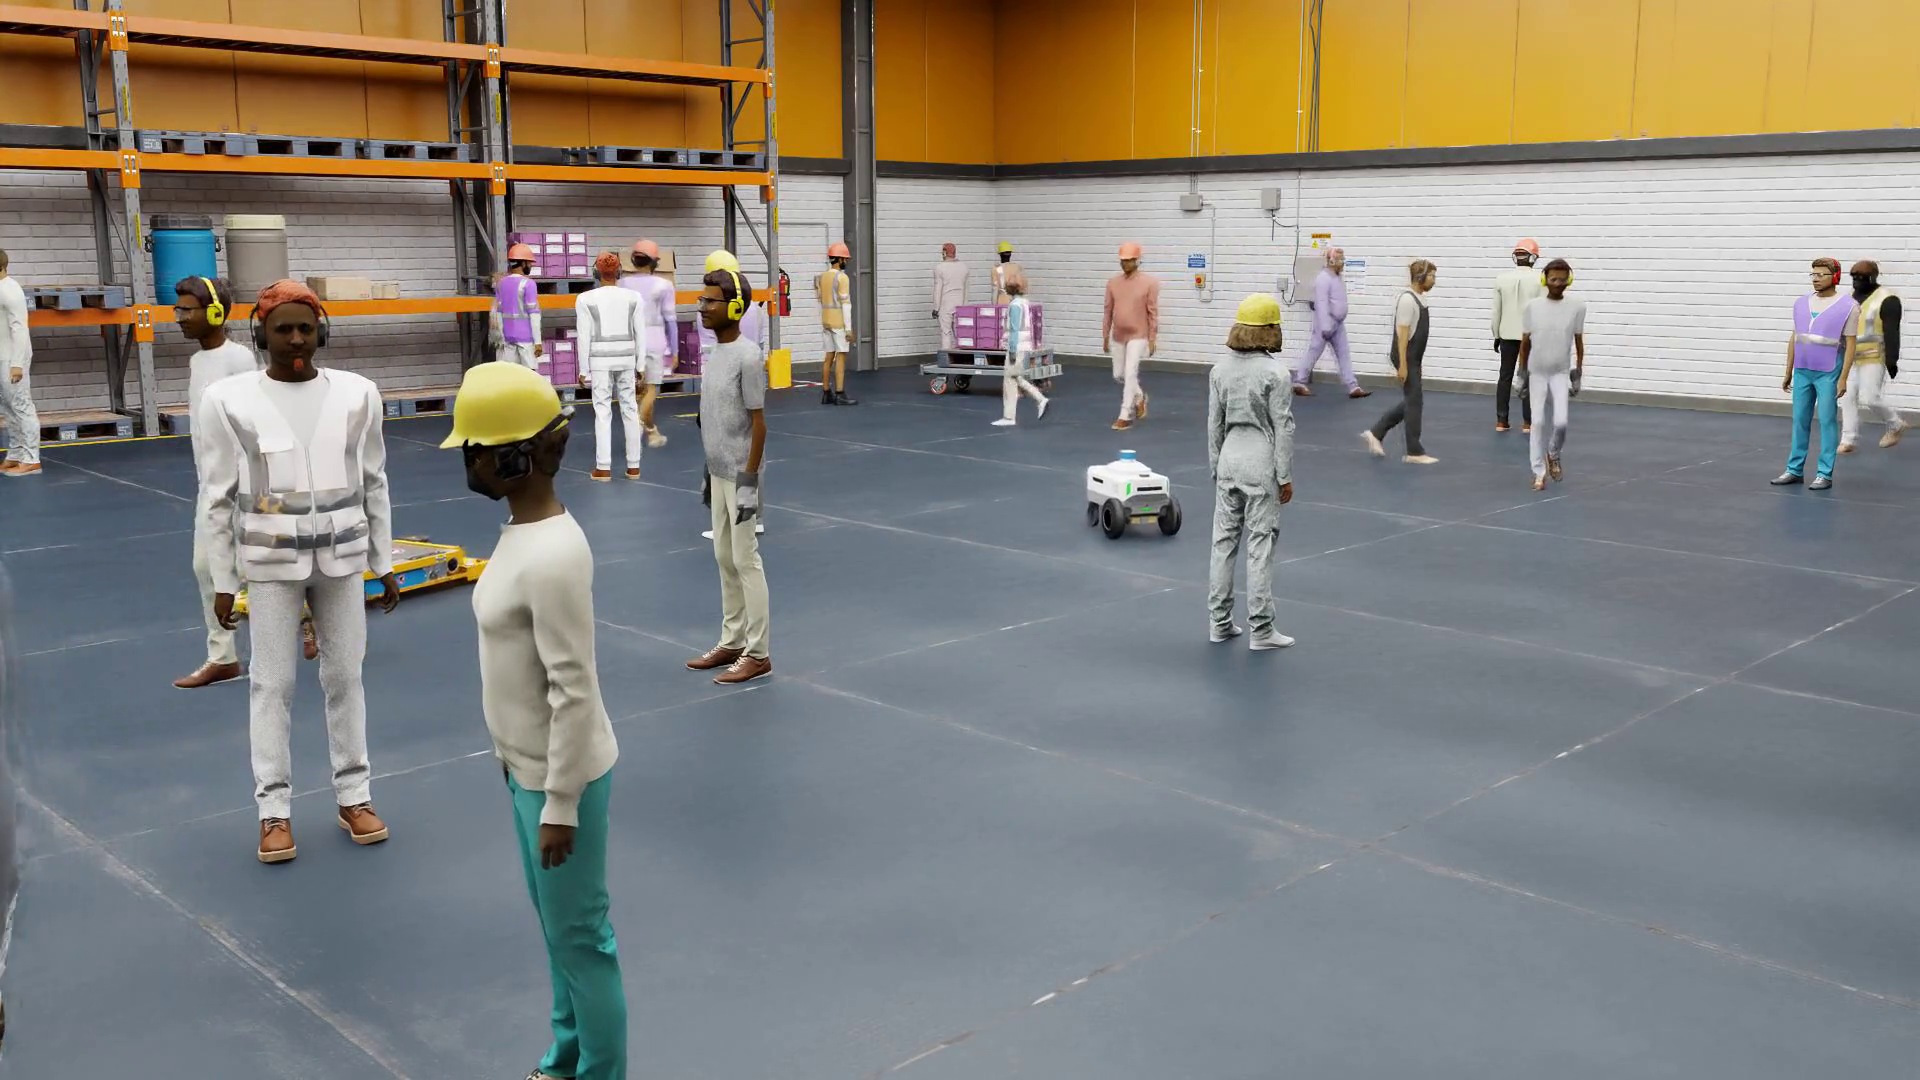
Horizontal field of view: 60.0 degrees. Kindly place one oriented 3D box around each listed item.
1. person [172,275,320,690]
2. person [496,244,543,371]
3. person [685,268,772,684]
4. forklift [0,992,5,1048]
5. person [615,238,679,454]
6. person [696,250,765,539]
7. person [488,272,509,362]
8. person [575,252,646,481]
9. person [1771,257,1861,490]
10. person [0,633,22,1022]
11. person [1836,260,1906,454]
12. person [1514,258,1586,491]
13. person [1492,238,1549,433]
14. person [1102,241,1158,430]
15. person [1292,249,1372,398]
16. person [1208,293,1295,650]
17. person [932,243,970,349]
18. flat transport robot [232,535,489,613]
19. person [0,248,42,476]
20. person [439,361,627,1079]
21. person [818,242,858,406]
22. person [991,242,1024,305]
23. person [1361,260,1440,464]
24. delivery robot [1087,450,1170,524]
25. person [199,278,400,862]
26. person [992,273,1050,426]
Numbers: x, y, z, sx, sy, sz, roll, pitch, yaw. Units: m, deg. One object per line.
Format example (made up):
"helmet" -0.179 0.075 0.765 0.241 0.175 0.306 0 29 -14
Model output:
"person" -3.248 -0.262 7.499 0.528 1.850 0.629 8 13 38
"person" -4.549 -2.105 17.312 0.550 1.933 0.375 6 12 31
"person" -1.053 -0.288 7.569 0.328 1.876 0.514 -6 12 -31
"forklift" -3.245 0.323 3.363 2.313 2.155 1.214 2 11 13
"person" -2.964 -1.817 15.568 0.612 2.004 0.959 3 11 14
"person" -1.545 -0.958 11.081 0.383 1.924 0.594 7 12 33
"person" -4.965 -2.100 18.127 0.537 1.624 0.379 10 14 43
"person" -2.875 -1.422 13.731 0.575 1.882 0.355 -5 12 -27
"person" 6.881 -1.329 13.320 0.389 1.846 0.567 -6 12 -28
"person" -1.713 0.615 2.575 0.673 1.900 0.444 3 11 15
"person" 8.420 -1.676 15.347 0.624 1.813 0.636 -3 11 -16
"person" 4.693 -1.321 13.277 0.506 1.848 0.447 3 11 18
"person" 5.789 -2.099 17.142 0.609 1.986 0.393 8 13 38
"person" 1.815 -2.166 17.562 0.624 1.969 0.817 7 12 33
"person" 4.626 -2.693 20.744 1.019 1.860 0.661 8 13 37
"person" 1.442 -0.335 8.182 0.295 1.744 0.491 -10 14 -42
"person" -0.161 -3.546 25.247 0.643 1.908 0.411 -8 13 -36
"flat transport robot" -3.370 0.194 9.317 0.652 0.197 1.431 5 12 27
"person" -8.041 -1.508 14.045 0.628 1.939 0.375 10 14 43
"person" -0.909 0.499 3.587 0.329 1.764 0.524 -4 11 -21
"person" -1.452 -2.573 19.863 0.377 1.932 0.552 -8 13 -39
"person" 0.695 -3.555 25.248 0.593 1.923 0.382 -7 12 -33
"person" 3.961 -1.589 14.867 0.698 1.815 0.572 5 12 26
"delivery robot" 1.144 -0.370 11.358 0.477 0.478 0.707 -3 11 -18
"person" -2.142 0.097 5.440 0.586 1.883 0.340 -7 13 -34
"person" 0.636 -2.009 17.606 0.541 1.621 0.530 2 11 11
